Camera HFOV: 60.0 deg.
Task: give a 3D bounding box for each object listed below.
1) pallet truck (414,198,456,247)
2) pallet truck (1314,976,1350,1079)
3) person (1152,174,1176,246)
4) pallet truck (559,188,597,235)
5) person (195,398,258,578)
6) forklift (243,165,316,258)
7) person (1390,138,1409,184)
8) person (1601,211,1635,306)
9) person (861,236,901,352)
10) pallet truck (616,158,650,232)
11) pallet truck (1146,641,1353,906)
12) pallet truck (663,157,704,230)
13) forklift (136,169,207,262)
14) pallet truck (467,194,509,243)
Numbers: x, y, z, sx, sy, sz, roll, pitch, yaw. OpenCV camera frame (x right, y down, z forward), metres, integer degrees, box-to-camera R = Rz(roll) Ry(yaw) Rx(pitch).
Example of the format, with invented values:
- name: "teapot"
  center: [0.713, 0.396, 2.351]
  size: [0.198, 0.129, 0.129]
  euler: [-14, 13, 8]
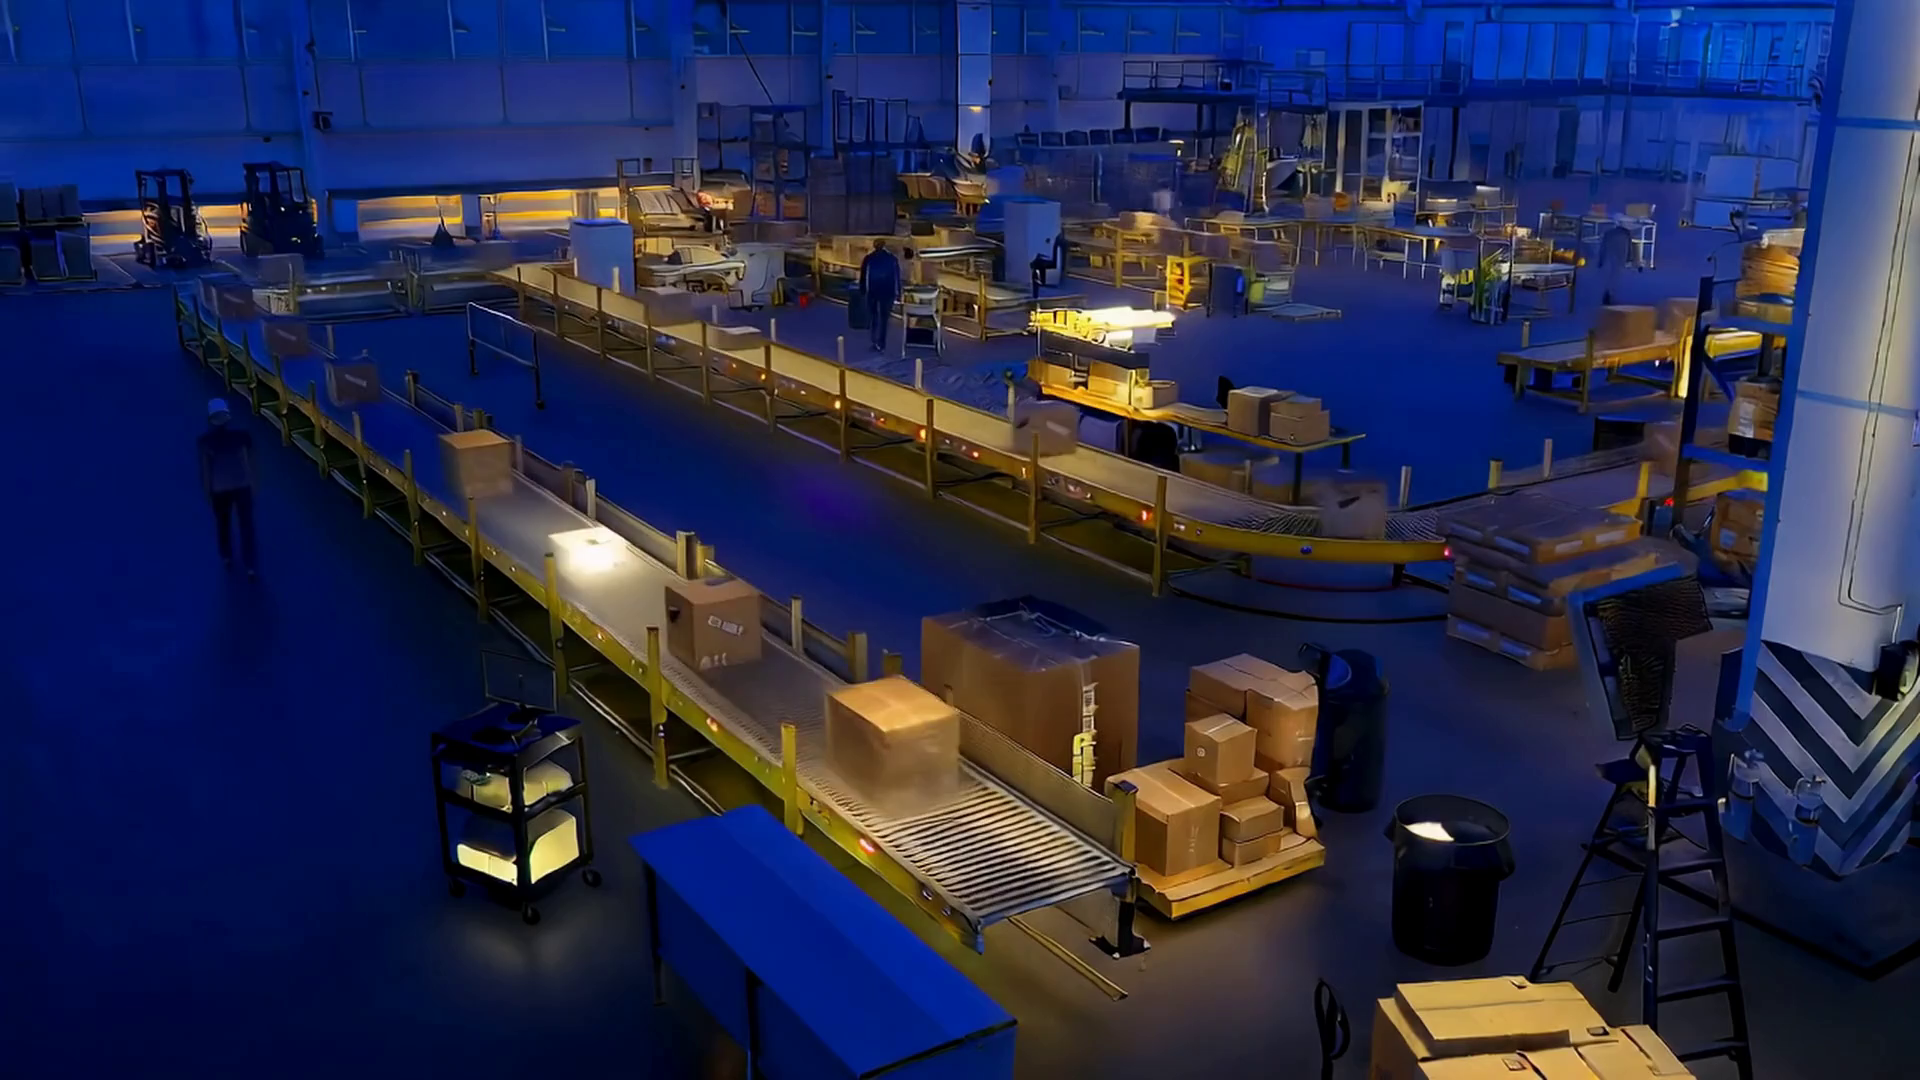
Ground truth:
- name: "pallet truck"
  center: [-13.250, -8.060, 41.856]
  size: [0.680, 1.201, 1.601]
  euler: [-10, 20, -31]
- name: "pallet truck"
  center: [2.299, 2.390, 7.086]
  size: [1.601, 1.201, 0.680]
  euler: [-2, 17, -7]
- name: "person"
  center: [4.707, -7.384, 38.269]
  size: [0.609, 2.014, 0.831]
  euler: [-6, 18, -19]
- name: "pallet truck"
  center: [-10.010, -8.652, 43.699]
  size: [0.653, 1.274, 1.630]
  euler: [-10, 20, -31]
- name: "person"
  center: [-6.952, -0.500, 15.863]
  size: [0.530, 1.720, 0.918]
  euler: [-10, 19, -29]
- name: "forklift"
  center: [-15.898, -7.669, 38.708]
  size: [1.157, 1.987, 2.680]
  euler: [-11, 20, -33]
- name: "person"
  center: [15.498, -13.348, 58.468]
  size: [0.535, 1.793, 0.953]
  euler: [-13, 21, -36]
- name: "person"
  center: [12.660, -5.420, 32.074]
  size: [0.588, 1.810, 0.466]
  euler: [6, 18, 18]
- name: "person"
  center: [-1.291, -4.085, 27.543]
  size: [0.651, 1.861, 0.944]
  euler: [1, 17, 3]
- name: "pallet truck"
  center: [-8.918, -9.176, 44.255]
  size: [0.823, 1.965, 1.885]
  euler: [-9, 19, -27]
- name: "pallet truck"
  center: [1.664, 1.407, 10.232]
  size: [1.630, 1.274, 0.653]
  euler: [-10, 20, -31]
- name: "pallet truck"
  center: [-7.586, -9.308, 44.692]
  size: [0.823, 1.965, 1.885]
  euler: [-11, 20, -33]
- name: "forklift"
  center: [-17.842, -7.318, 37.559]
  size: [1.157, 1.987, 2.680]
  euler: [-10, 20, -31]
- name: "pallet truck"
  center: [-11.983, -8.177, 42.137]
  size: [0.704, 1.261, 1.522]
  euler: [-11, 20, -33]
